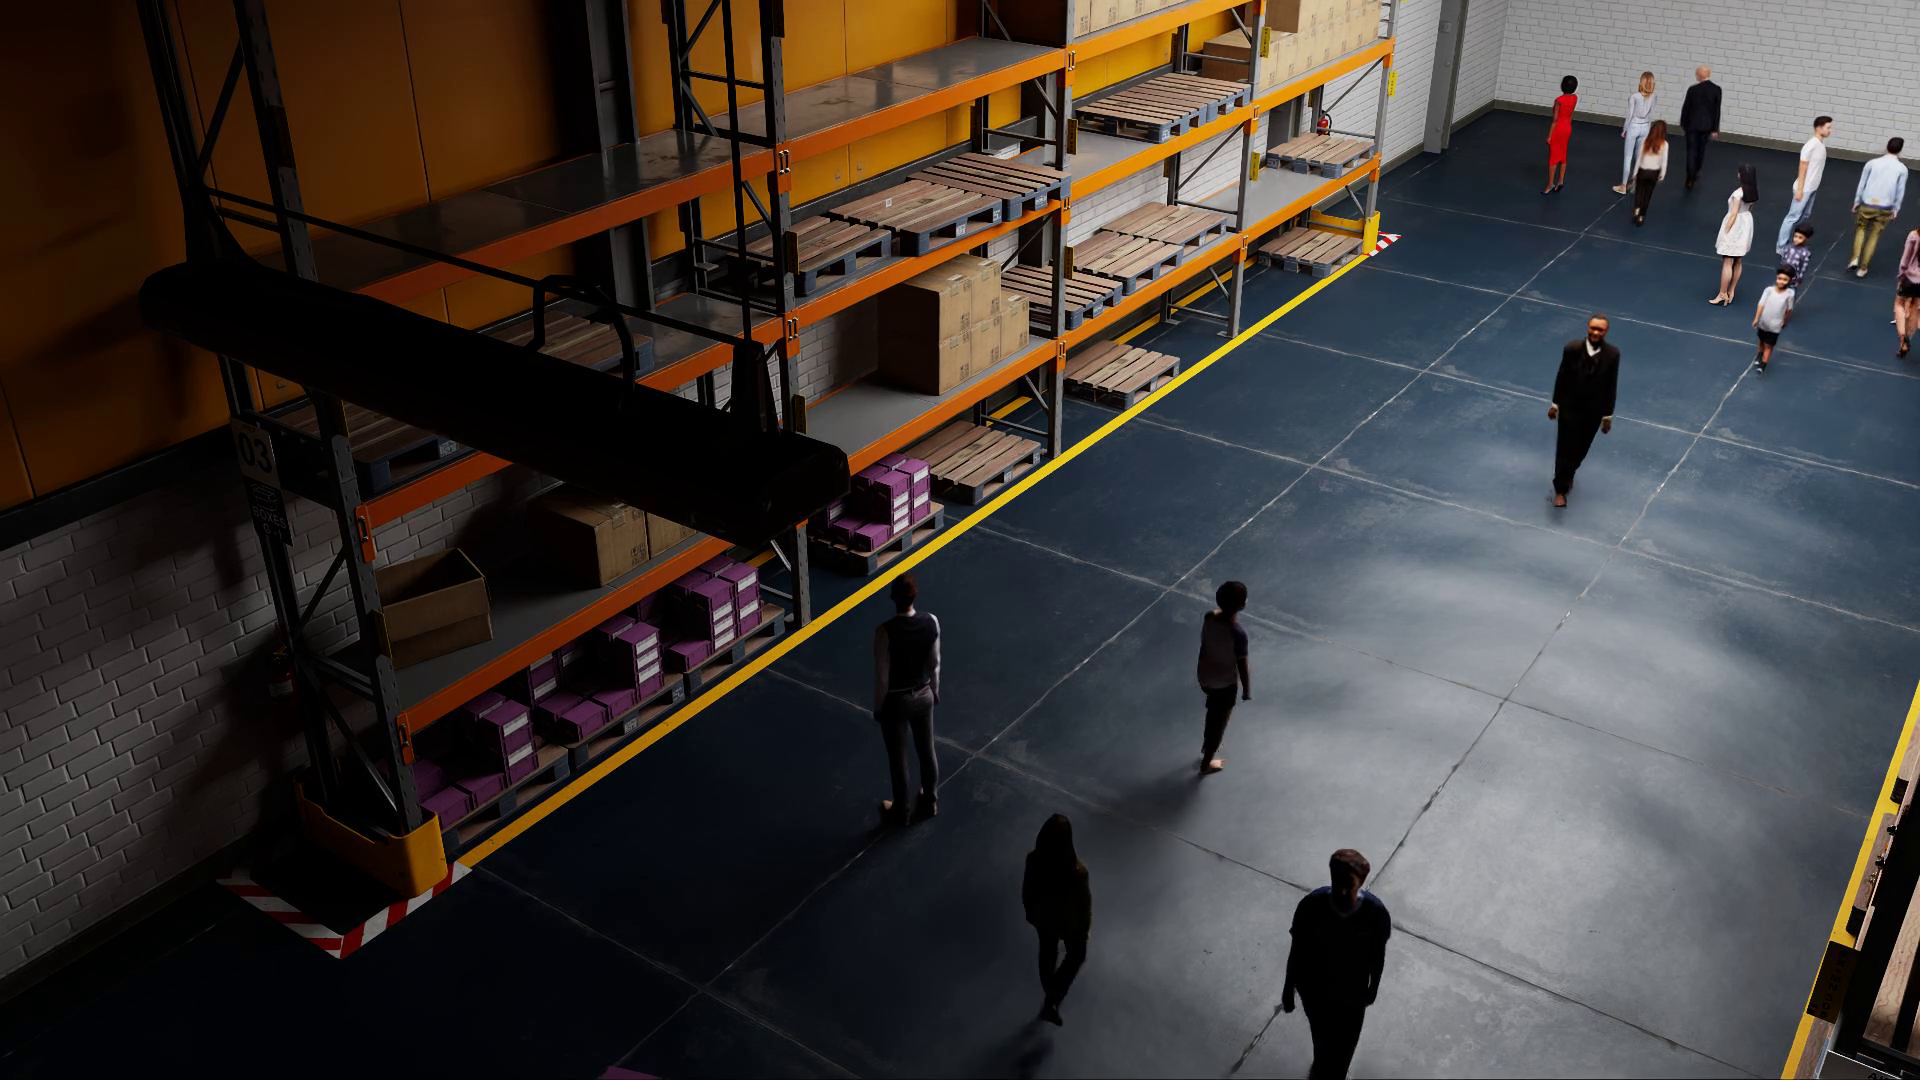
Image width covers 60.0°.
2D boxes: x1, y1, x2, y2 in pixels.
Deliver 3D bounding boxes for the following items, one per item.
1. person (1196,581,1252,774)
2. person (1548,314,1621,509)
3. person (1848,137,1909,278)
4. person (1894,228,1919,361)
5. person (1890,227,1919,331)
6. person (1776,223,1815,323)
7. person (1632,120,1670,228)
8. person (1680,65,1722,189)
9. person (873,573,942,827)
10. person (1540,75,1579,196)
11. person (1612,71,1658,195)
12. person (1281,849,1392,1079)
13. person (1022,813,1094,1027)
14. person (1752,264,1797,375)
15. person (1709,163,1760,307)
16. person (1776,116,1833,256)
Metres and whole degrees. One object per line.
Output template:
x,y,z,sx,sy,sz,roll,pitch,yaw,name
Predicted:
1.816,1.001,11.944,0.678,1.548,0.664,-18,33,-30,person
5.906,-1.259,15.773,0.968,1.851,1.374,10,30,17,person
11.710,-4.238,21.287,0.689,1.799,0.609,19,34,31,person
10.833,-2.862,18.767,0.750,1.796,0.839,7,29,13,person
11.504,-3.365,19.731,0.708,1.756,0.701,-11,31,-20,person
10.005,-3.197,19.963,0.618,1.241,0.577,-19,34,-31,person
9.594,-5.092,23.194,0.595,1.474,0.583,14,31,23,person
11.000,-6.123,24.806,1.035,1.738,1.238,6,29,11,person
-0.361,1.084,11.387,0.670,1.938,0.804,-13,31,-23,person
8.850,-5.969,24.520,0.583,1.743,0.707,-15,32,-25,person
9.996,-6.020,24.557,0.658,1.796,0.721,-5,29,-9,person
2.040,2.407,9.096,0.894,1.809,1.276,10,30,17,person
0.546,2.256,9.725,0.637,1.471,0.743,14,32,25,person
9.146,-2.510,18.721,0.513,1.223,0.878,17,33,29,person
9.529,-3.754,20.424,0.712,1.775,0.812,-17,33,-28,person
11.226,-4.706,22.083,0.572,1.859,0.777,-23,36,-36,person
